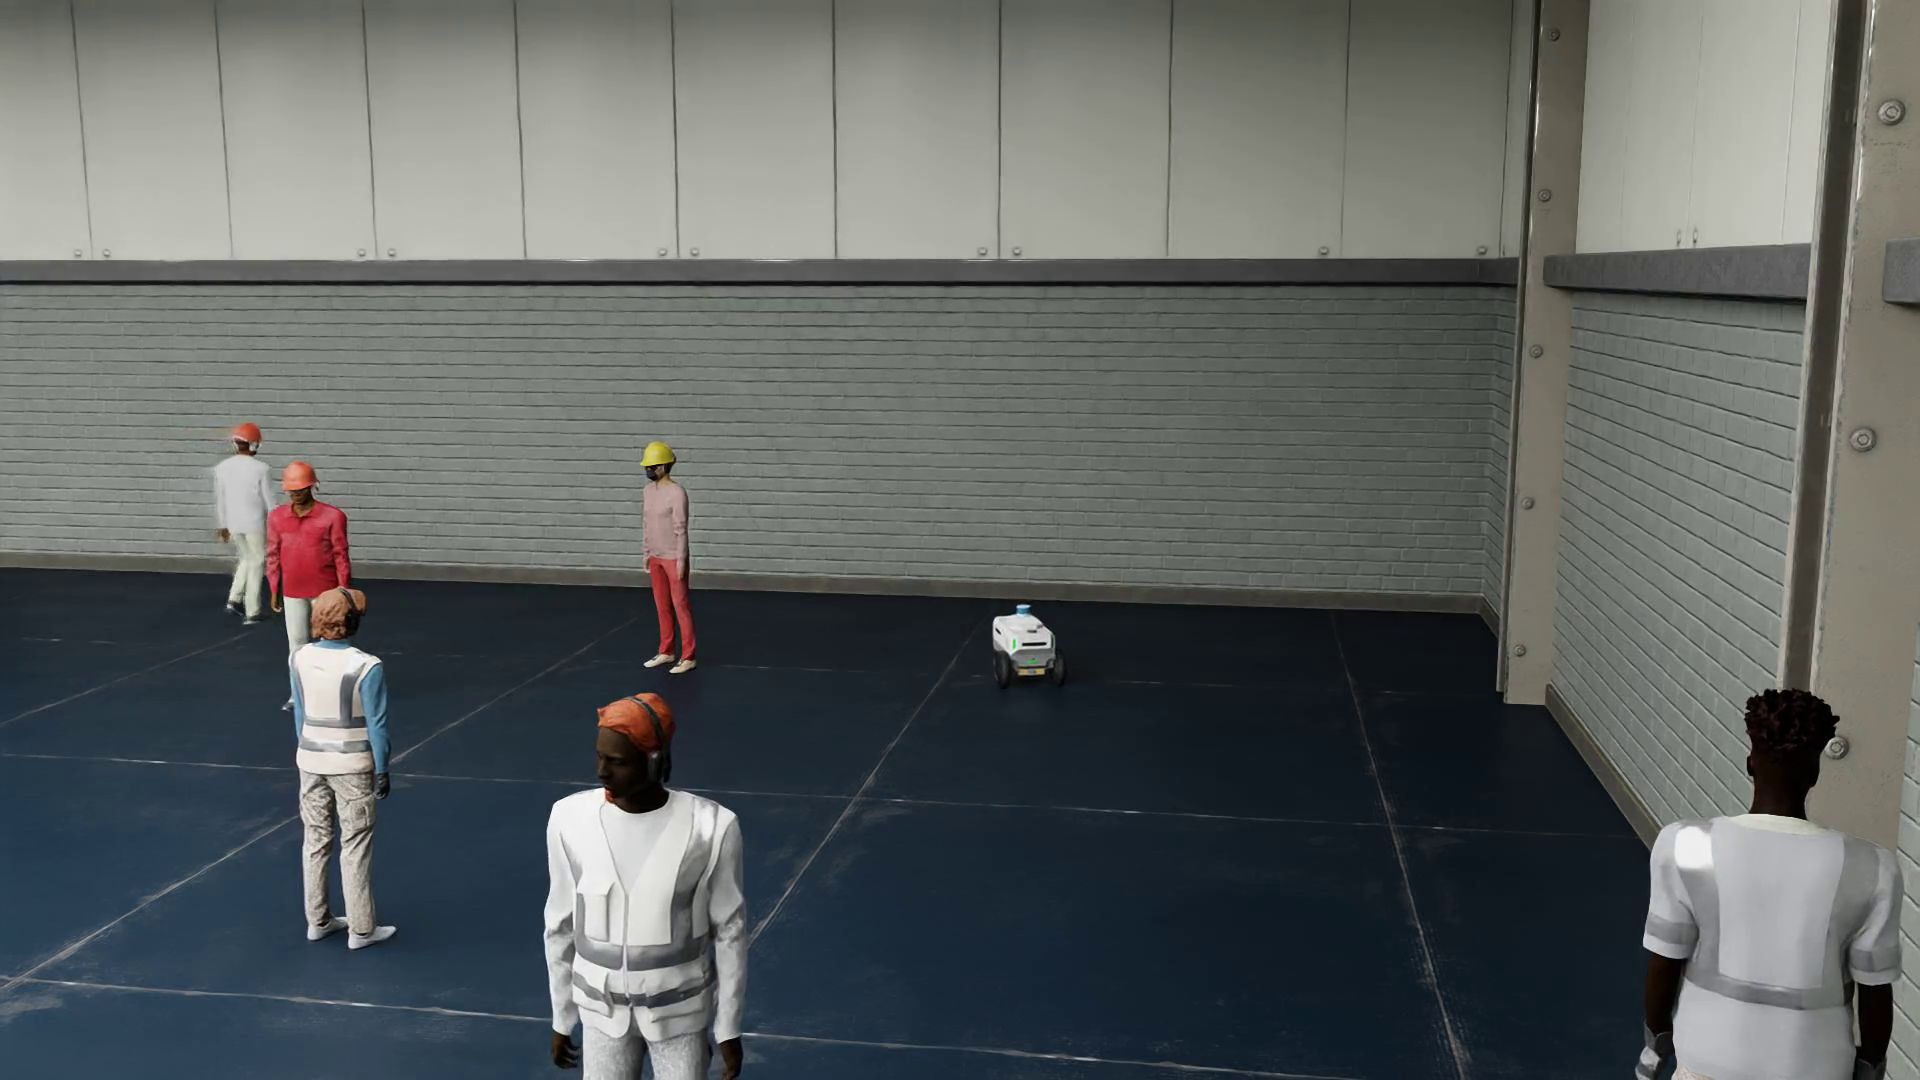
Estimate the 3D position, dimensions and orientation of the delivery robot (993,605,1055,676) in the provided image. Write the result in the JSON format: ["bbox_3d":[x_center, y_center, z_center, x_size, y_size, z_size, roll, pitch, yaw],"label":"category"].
[{"bbox_3d":[0.470,0.724,12.311,0.477,0.478,0.707,-2,9,-10],"label":"delivery robot"}]

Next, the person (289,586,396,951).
[{"bbox_3d":[-2.772,1.022,7.464,0.509,1.627,0.322,3,10,20],"label":"person"}]

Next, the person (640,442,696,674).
[{"bbox_3d":[-2.234,0.132,12.564,0.523,1.758,0.350,9,13,44],"label":"person"}]

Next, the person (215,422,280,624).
[{"bbox_3d":[-6.100,-0.145,14.325,0.571,1.734,0.384,4,10,23],"label":"person"}]

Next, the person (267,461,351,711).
[{"bbox_3d":[-4.487,0.320,11.442,0.571,1.743,0.353,0,9,1],"label":"person"}]

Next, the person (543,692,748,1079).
[{"bbox_3d":[-0.886,1.345,4.692,0.576,1.881,0.362,1,9,8],"label":"person"}]

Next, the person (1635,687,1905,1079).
[{"bbox_3d":[2.118,1.350,4.396,0.612,1.965,0.362,4,10,22],"label":"person"}]
